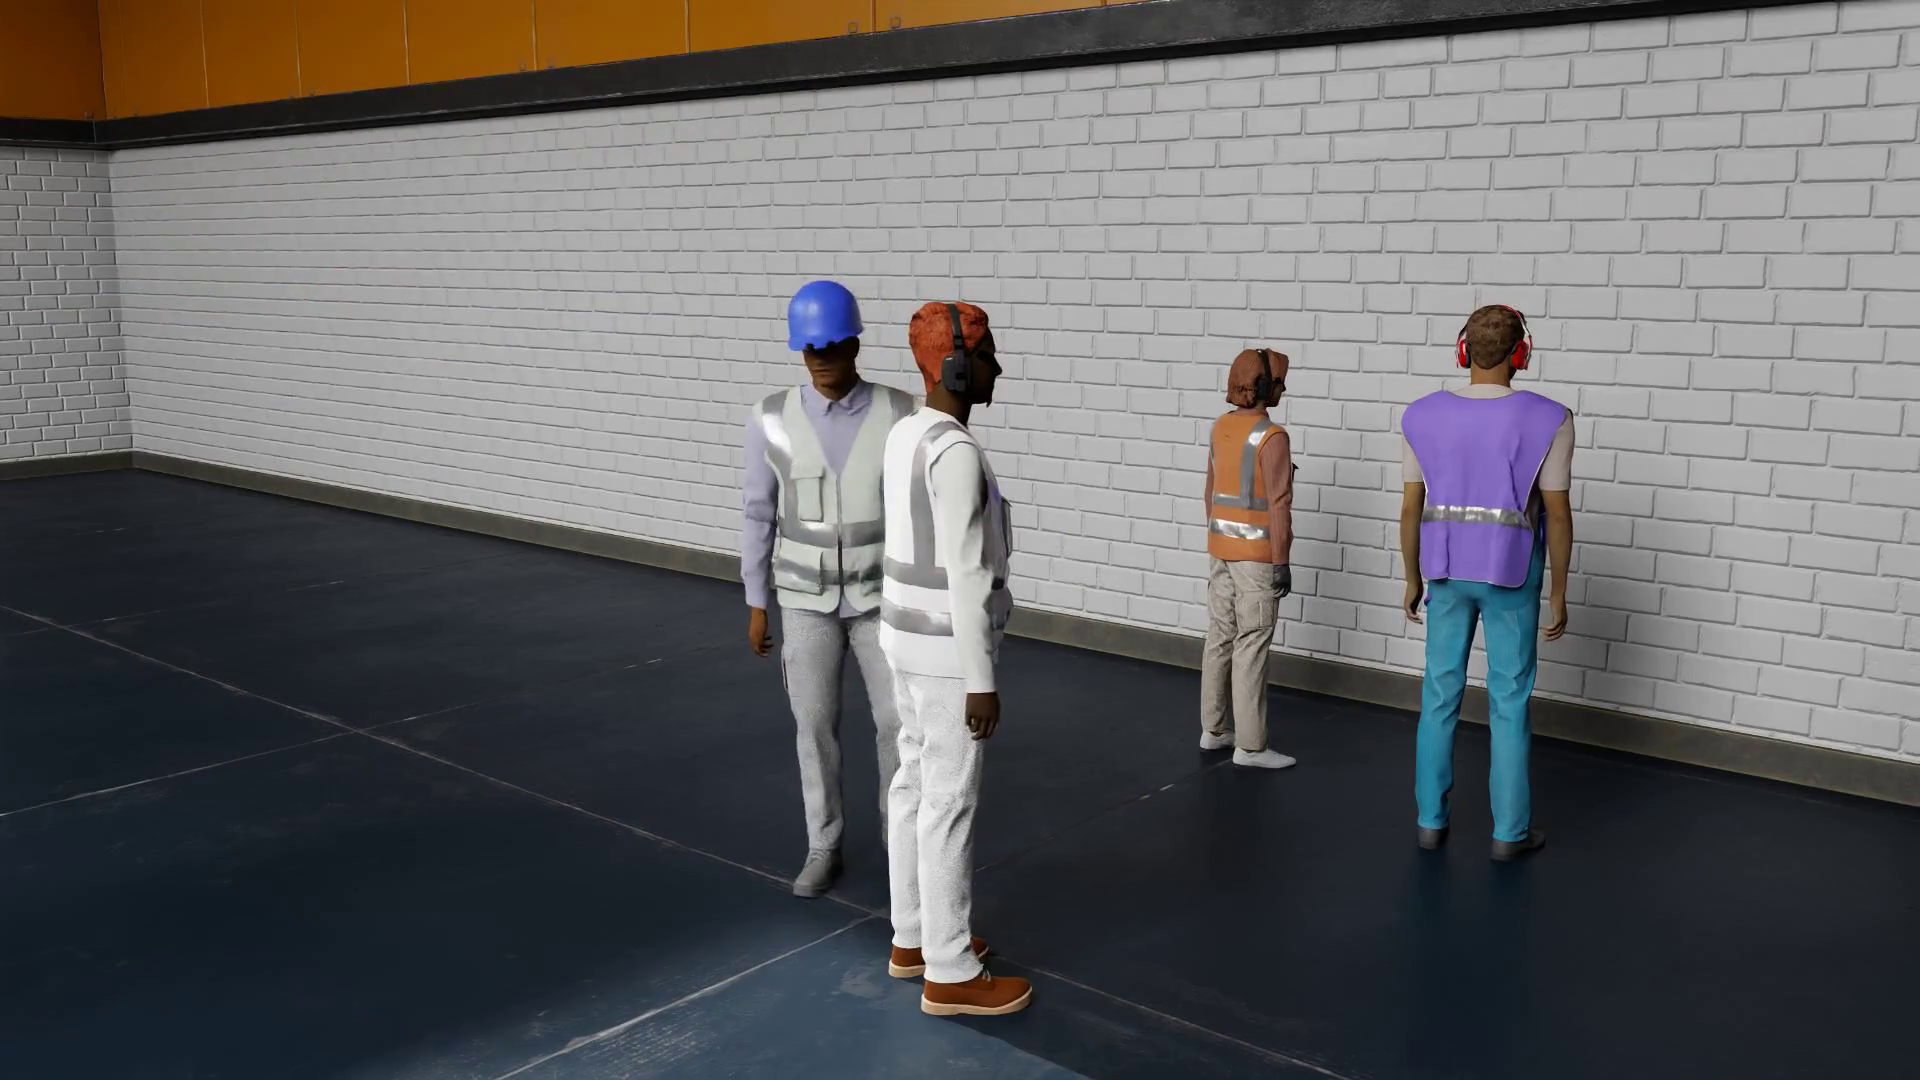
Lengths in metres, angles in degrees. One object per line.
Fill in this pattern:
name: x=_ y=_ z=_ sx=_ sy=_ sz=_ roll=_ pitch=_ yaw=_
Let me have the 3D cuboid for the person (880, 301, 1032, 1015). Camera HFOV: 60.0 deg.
person: x=-0.031 y=0.316 z=4.439 sx=0.354 sy=1.880 sz=0.572 roll=-3 pitch=11 yaw=-19

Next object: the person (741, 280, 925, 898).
person: x=-0.358 y=0.167 z=5.152 sx=0.643 sy=1.927 sz=0.513 roll=0 pitch=10 yaw=1

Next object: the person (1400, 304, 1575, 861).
person: x=1.724 y=0.148 z=5.510 sx=0.565 sy=1.840 sz=0.390 roll=6 pitch=12 yaw=31

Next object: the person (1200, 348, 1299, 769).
person: x=1.129 y=0.071 z=6.518 sx=0.311 sy=1.638 sz=0.523 roll=-4 pitch=11 yaw=-22
